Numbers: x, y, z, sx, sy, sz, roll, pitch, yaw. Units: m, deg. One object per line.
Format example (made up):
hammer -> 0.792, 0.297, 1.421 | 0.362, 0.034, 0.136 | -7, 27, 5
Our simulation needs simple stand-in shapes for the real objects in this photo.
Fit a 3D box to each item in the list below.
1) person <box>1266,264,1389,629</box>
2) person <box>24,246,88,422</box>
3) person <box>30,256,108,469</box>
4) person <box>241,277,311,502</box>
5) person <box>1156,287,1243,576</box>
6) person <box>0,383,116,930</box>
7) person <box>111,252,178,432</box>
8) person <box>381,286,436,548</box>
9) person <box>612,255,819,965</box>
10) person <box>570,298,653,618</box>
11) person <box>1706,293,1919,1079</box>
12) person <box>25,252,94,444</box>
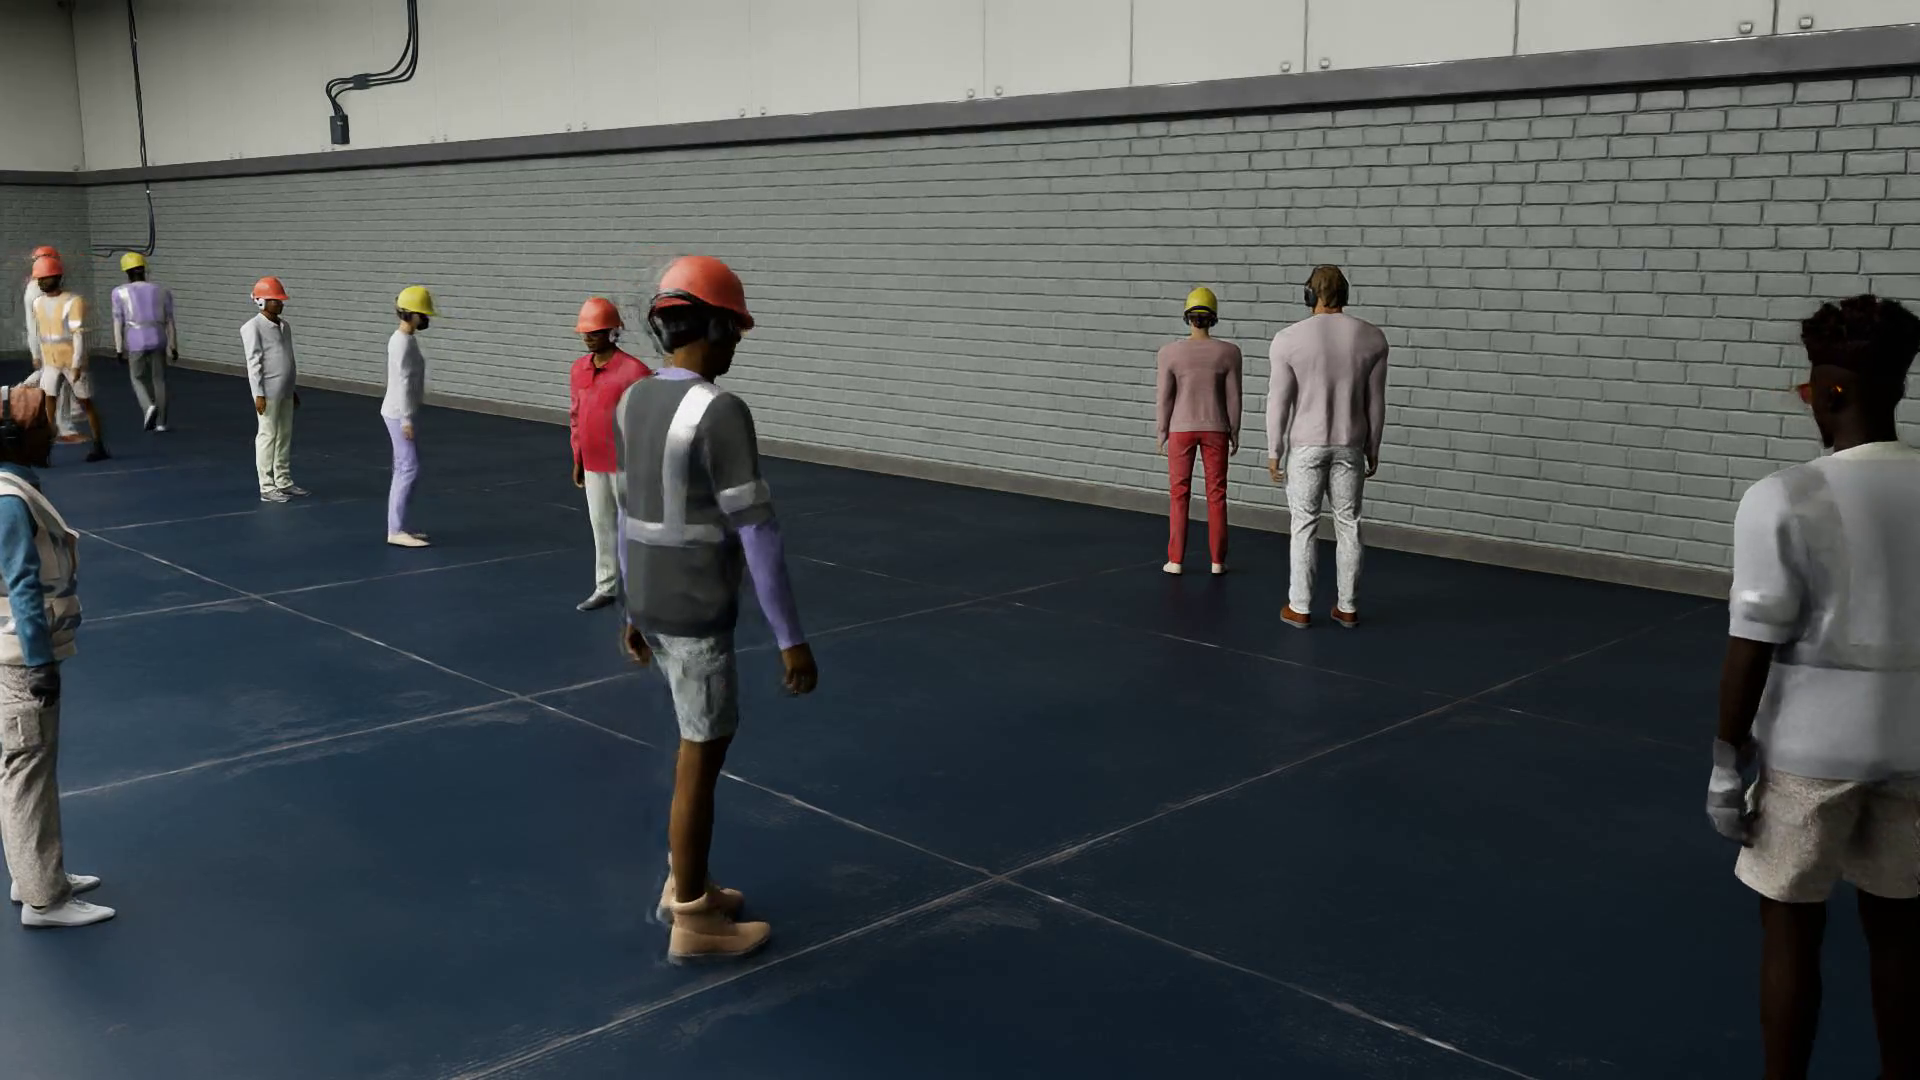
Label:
person -> 1.924, -0.482, 8.788 | 0.631, 1.930, 0.372 | -1, 10, -3
person -> -10.104, -2.251, 18.330 | 0.622, 1.966, 0.854 | 7, 12, 33
person -> -8.107, -1.598, 14.985 | 0.561, 1.883, 0.990 | 2, 11, 9
person -> -5.375, -1.183, 13.076 | 0.329, 1.751, 0.572 | 1, 10, 8
person -> 1.452, -0.651, 10.146 | 0.525, 1.769, 0.315 | 0, 10, 3
person -> -2.807, 0.350, 5.026 | 0.311, 1.642, 0.513 | -7, 12, -32
person -> -8.549, -2.068, 17.508 | 0.635, 1.902, 0.488 | -8, 13, -36
person -> -3.668, -0.820, 11.114 | 0.388, 1.744, 0.557 | -3, 11, -15
person -> -0.700, 0.216, 4.770 | 0.511, 2.009, 0.736 | -7, 13, -34
person -> -1.930, -0.447, 9.097 | 0.568, 1.744, 0.358 | 6, 12, 31
person -> 1.965, 0.446, 3.665 | 0.651, 1.958, 0.392 | -1, 10, -4
person -> -9.132, -1.896, 16.533 | 0.752, 1.913, 0.633 | -3, 11, -17
